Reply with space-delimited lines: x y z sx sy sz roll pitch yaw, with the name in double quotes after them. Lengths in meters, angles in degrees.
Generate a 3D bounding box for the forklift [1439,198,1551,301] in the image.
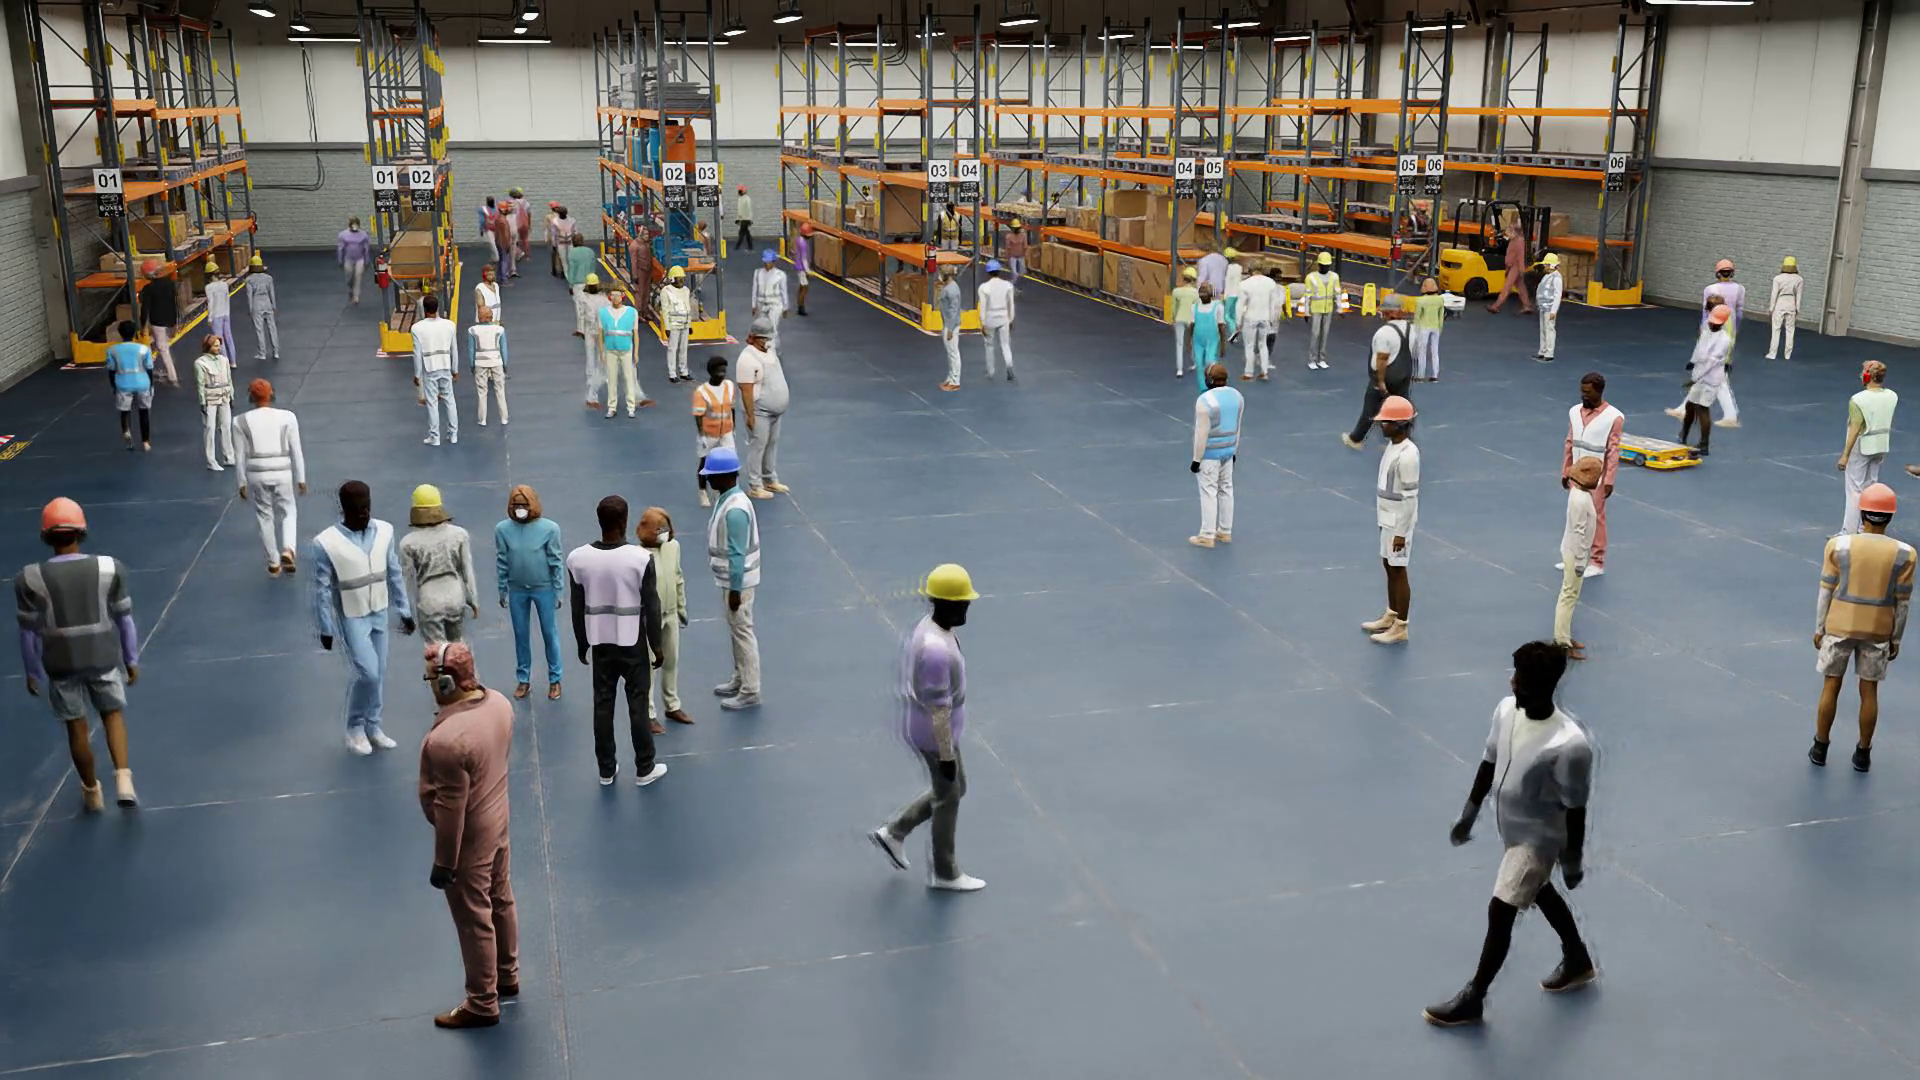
11.913 -6.508 37.130 2.313 2.155 1.214 -4 15 -15 "forklift"

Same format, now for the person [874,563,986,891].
-0.156 1.051 9.234 0.543 1.912 0.595 0 15 0 "person"

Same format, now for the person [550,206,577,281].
-9.609 -7.209 40.487 0.672 1.817 0.437 -6 16 -21 "person"

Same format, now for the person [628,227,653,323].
-6.301 -5.273 33.070 0.400 1.892 0.659 5 16 19 "person"

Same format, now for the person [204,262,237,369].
-12.131 -3.645 27.183 0.317 1.766 0.535 3 15 13 "person"

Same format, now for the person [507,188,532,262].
-12.029 -8.600 45.297 0.570 2.000 0.738 12 19 37 "person"

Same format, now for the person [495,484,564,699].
-3.169 0.381 12.301 0.501 1.628 0.278 1 15 3 "person"

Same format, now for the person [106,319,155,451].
-10.350 -1.906 20.799 0.538 1.686 0.545 -6 16 -21 "person"

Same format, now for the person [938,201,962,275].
-0.255 -7.621 41.996 0.619 1.845 0.430 -1 15 -4 "person"

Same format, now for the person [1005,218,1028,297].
1.274 -6.340 37.352 0.539 1.748 0.414 -4 15 -15 "person"

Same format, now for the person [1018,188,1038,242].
1.928 -9.101 47.395 0.632 1.929 0.520 -5 16 -18 "person"

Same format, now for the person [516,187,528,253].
-12.584 -9.099 47.434 0.434 1.910 0.608 1 15 2 "person"

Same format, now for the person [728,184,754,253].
-6.334 -9.205 47.726 0.938 1.955 0.653 -8 17 -29 "person"

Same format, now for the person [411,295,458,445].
-6.722 -2.177 21.363 0.596 1.918 0.385 -13 19 -39 "person"

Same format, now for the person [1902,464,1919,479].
11.500 -1.518 19.086 0.976 1.807 0.558 14 20 42 "person"

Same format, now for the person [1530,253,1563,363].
9.910 -3.913 28.060 0.404 1.830 0.600 0 15 0 "person"

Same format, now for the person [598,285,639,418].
-4.747 -2.624 23.175 0.565 1.850 0.390 -1 15 -2 "person"

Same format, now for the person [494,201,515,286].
-10.811 -7.021 39.463 0.432 1.983 0.689 -12 19 -38 "person"

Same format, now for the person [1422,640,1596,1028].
2.759 1.379 8.008 1.019 1.919 0.614 -4 15 -13 "person"

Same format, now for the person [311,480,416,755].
-4.015 0.522 11.240 0.475 1.897 0.597 8 17 29 "person"

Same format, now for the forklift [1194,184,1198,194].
7.392 -11.333 53.972 1.873 2.768 1.129 -4 15 -15 "forklift"

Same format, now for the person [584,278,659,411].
-4.911 -2.777 23.706 1.045 1.886 0.630 -1 15 -2 "person"

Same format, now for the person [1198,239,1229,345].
4.457 -4.421 29.862 0.846 1.909 0.377 -9 18 -31 "person"

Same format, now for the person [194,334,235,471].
-8.908 -1.646 19.919 0.313 1.634 0.514 6 16 22 "person"

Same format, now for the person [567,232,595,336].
-7.081 -4.782 31.148 0.364 1.933 0.631 11 19 37 "person"

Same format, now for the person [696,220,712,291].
-6.016 -6.584 38.524 0.556 1.613 0.481 2 15 8 "person"

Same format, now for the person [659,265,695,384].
-4.399 -3.365 25.993 0.404 1.837 0.590 10 18 32 "person"

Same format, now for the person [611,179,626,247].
-10.266 -9.835 50.039 0.623 1.989 0.400 13 20 41 "person"

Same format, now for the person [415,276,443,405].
-7.743 -2.911 24.241 0.331 1.869 0.527 -4 15 -15 "person"

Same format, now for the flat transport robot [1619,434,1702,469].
8.353 -1.128 20.573 0.652 0.197 1.431 -9 17 -29 "flat transport robot"

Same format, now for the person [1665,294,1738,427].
10.238 -2.453 22.684 1.018 1.788 0.620 12 19 38 "person"

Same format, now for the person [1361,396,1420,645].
3.512 -0.159 13.529 0.394 2.042 0.611 1 15 3 "person"

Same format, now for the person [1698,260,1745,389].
11.338 -3.159 24.841 0.605 2.033 0.399 0 15 -2 "person"

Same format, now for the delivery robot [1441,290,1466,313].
9.880 -4.816 33.726 0.707 0.478 0.477 -4 15 -16 "delivery robot"

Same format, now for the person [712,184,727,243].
-7.423 -10.053 51.166 0.404 1.833 0.592 -10 18 -32 "person"

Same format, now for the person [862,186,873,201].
-2.728 -9.536 49.181 0.329 1.861 0.502 -9 17 -30 "person"

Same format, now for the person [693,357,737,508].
-2.627 -1.149 17.933 0.569 1.667 0.679 -9 18 -32 "person"

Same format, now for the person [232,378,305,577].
-6.371 -0.553 15.367 0.581 1.869 0.551 -6 16 -21 "person"

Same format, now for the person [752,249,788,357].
-3.170 -3.948 28.024 0.611 1.926 0.814 6 16 23 "person"
